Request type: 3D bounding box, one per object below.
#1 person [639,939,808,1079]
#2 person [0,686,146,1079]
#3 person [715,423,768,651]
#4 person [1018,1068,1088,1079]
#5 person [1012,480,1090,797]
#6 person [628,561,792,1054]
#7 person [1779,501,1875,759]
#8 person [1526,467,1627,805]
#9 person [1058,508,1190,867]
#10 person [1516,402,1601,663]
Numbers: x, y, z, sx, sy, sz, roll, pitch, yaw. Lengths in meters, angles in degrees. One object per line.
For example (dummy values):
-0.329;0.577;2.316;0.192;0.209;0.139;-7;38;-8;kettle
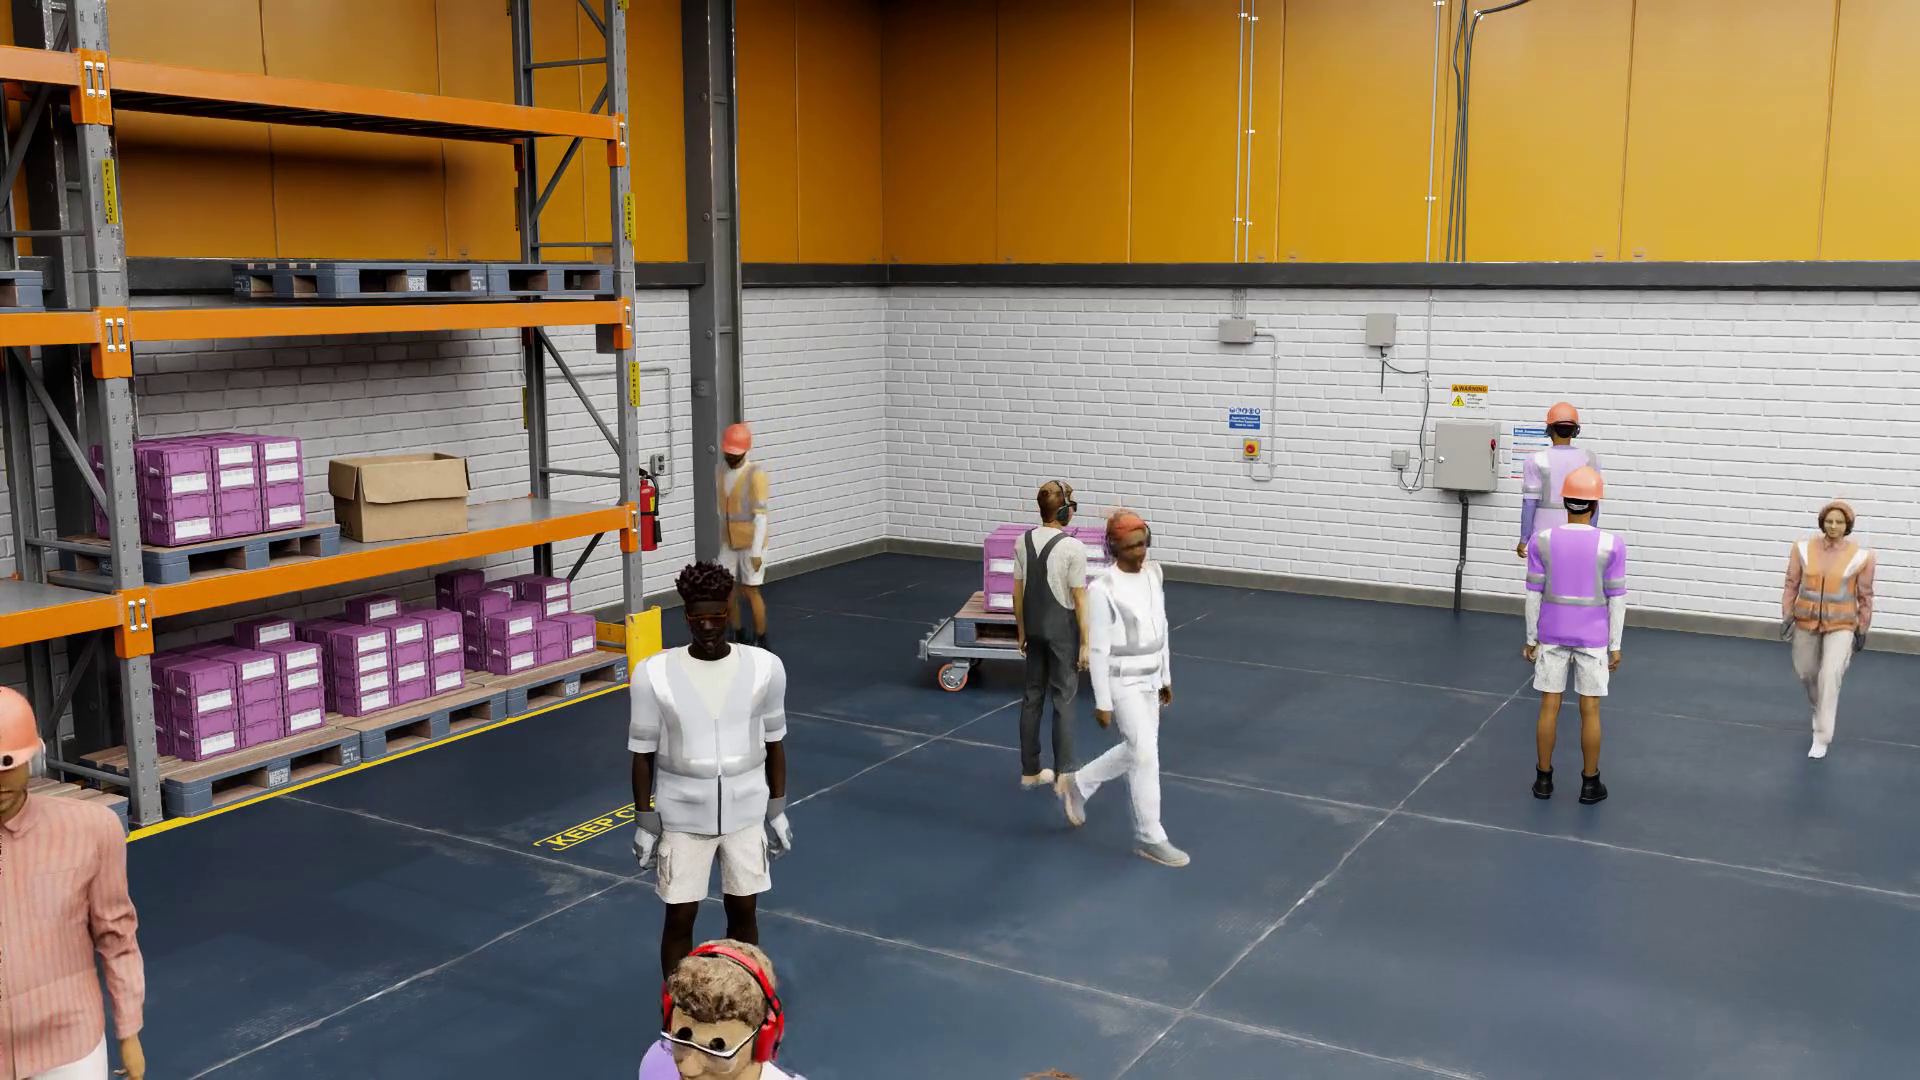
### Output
-0.513;1.624;3.196;0.818;1.801;0.615;-6;11;-35;person
-2.489;1.345;4.407;0.617;1.986;0.408;-6;11;-33;person
-1.686;0.020;12.946;0.560;1.890;0.582;6;11;35;person
0.132;1.707;2.589;0.622;1.844;0.429;1;9;7;person
0.544;0.569;9.676;0.514;1.844;0.333;8;12;40;person
-0.947;1.041;6.352;0.613;1.963;0.361;-3;10;-18;person
5.546;0.532;10.616;0.510;1.615;0.728;8;12;42;person
3.518;0.546;9.534;0.542;1.938;0.358;5;10;27;person
0.820;0.739;8.604;0.775;1.857;0.615;7;11;36;person
4.646;-0.056;12.965;0.614;2.041;0.393;0;9;-2;person
